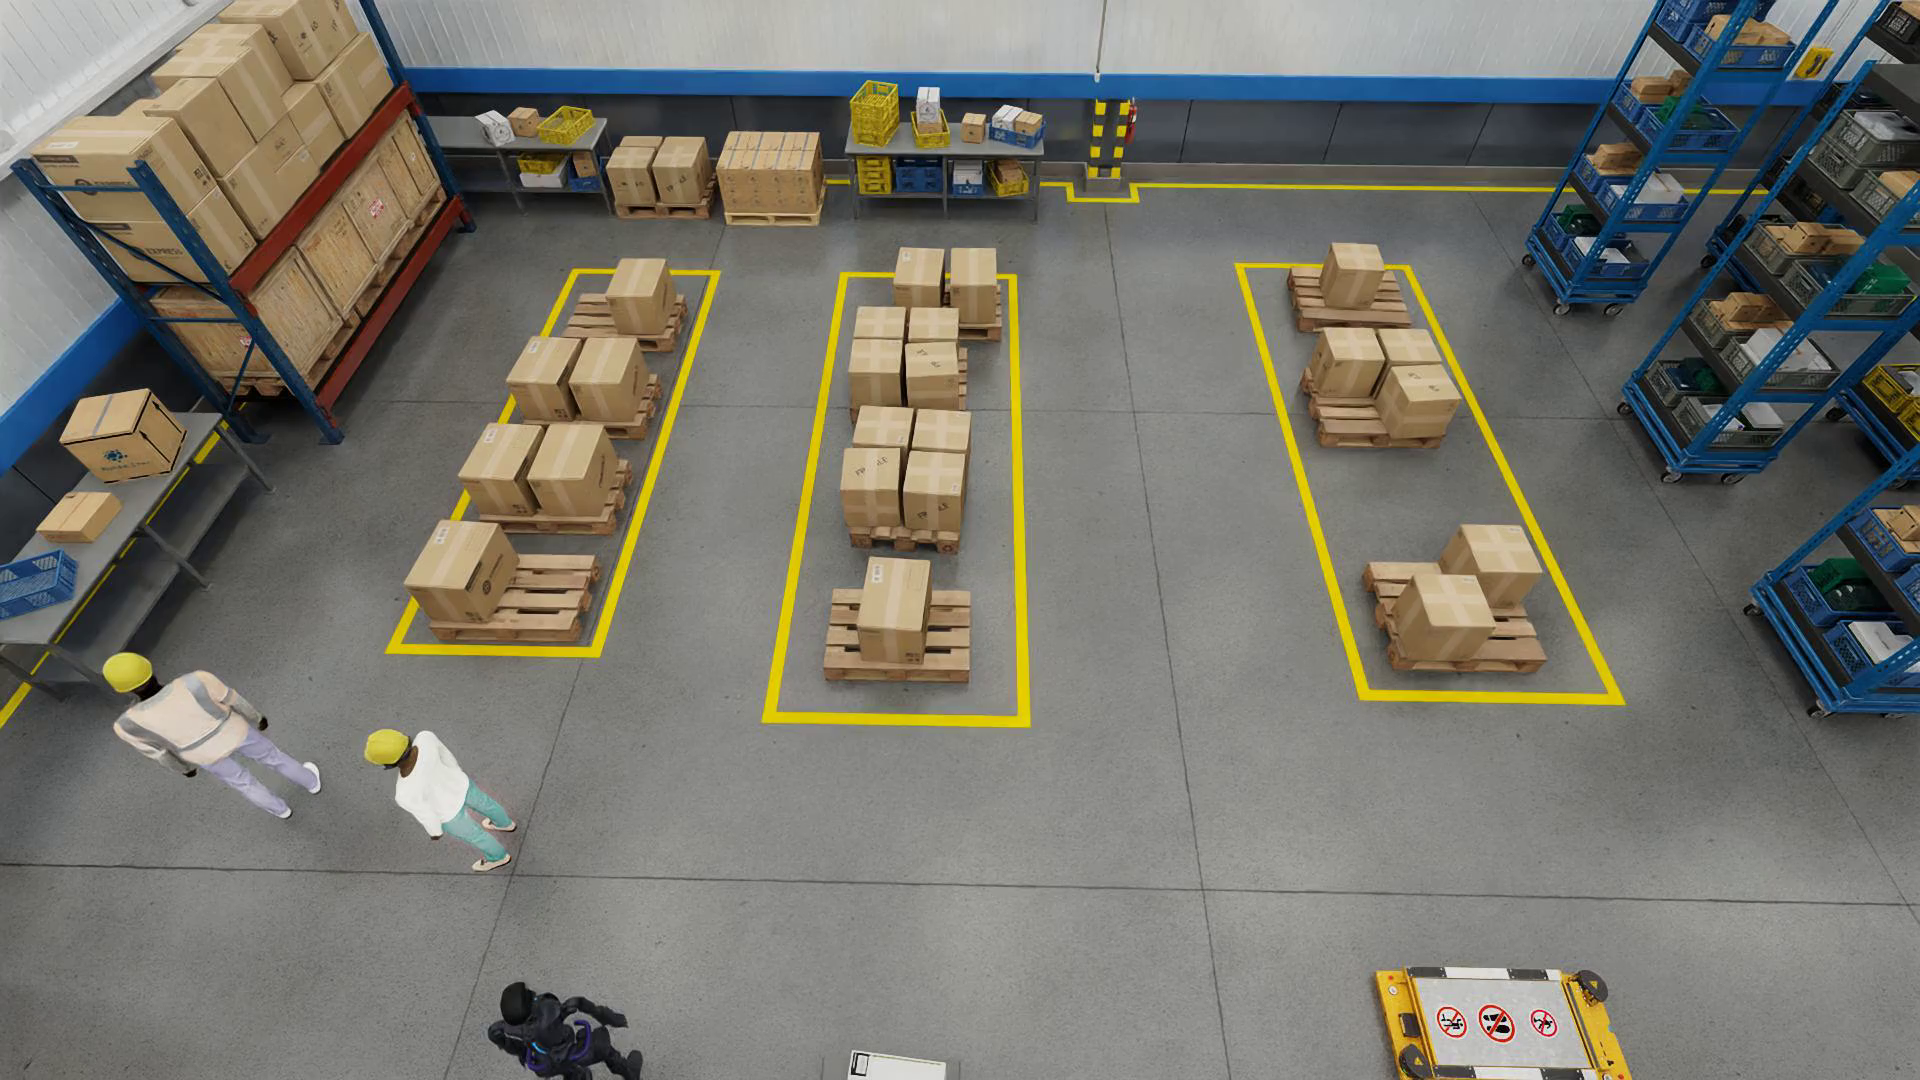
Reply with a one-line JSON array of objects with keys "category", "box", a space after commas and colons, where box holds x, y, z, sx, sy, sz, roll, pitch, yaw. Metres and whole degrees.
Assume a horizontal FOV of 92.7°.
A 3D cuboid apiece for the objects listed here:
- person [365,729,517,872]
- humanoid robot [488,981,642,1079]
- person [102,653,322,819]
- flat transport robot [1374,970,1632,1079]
[{"category": "person", "box": [-3.439, 1.725, 6.112, 0.314, 1.769, 0.523, -3, 51, -2]}, {"category": "humanoid robot", "box": [-2.249, 2.879, 5.234, 0.602, 1.649, 0.364, -12, 52, -10]}, {"category": "person", "box": [-5.131, 1.365, 6.304, 0.385, 1.926, 0.588, 33, 58, 24]}, {"category": "flat transport robot", "box": [3.501, 3.133, 5.914, 1.431, 0.197, 0.652, 1, 51, 1]}]
